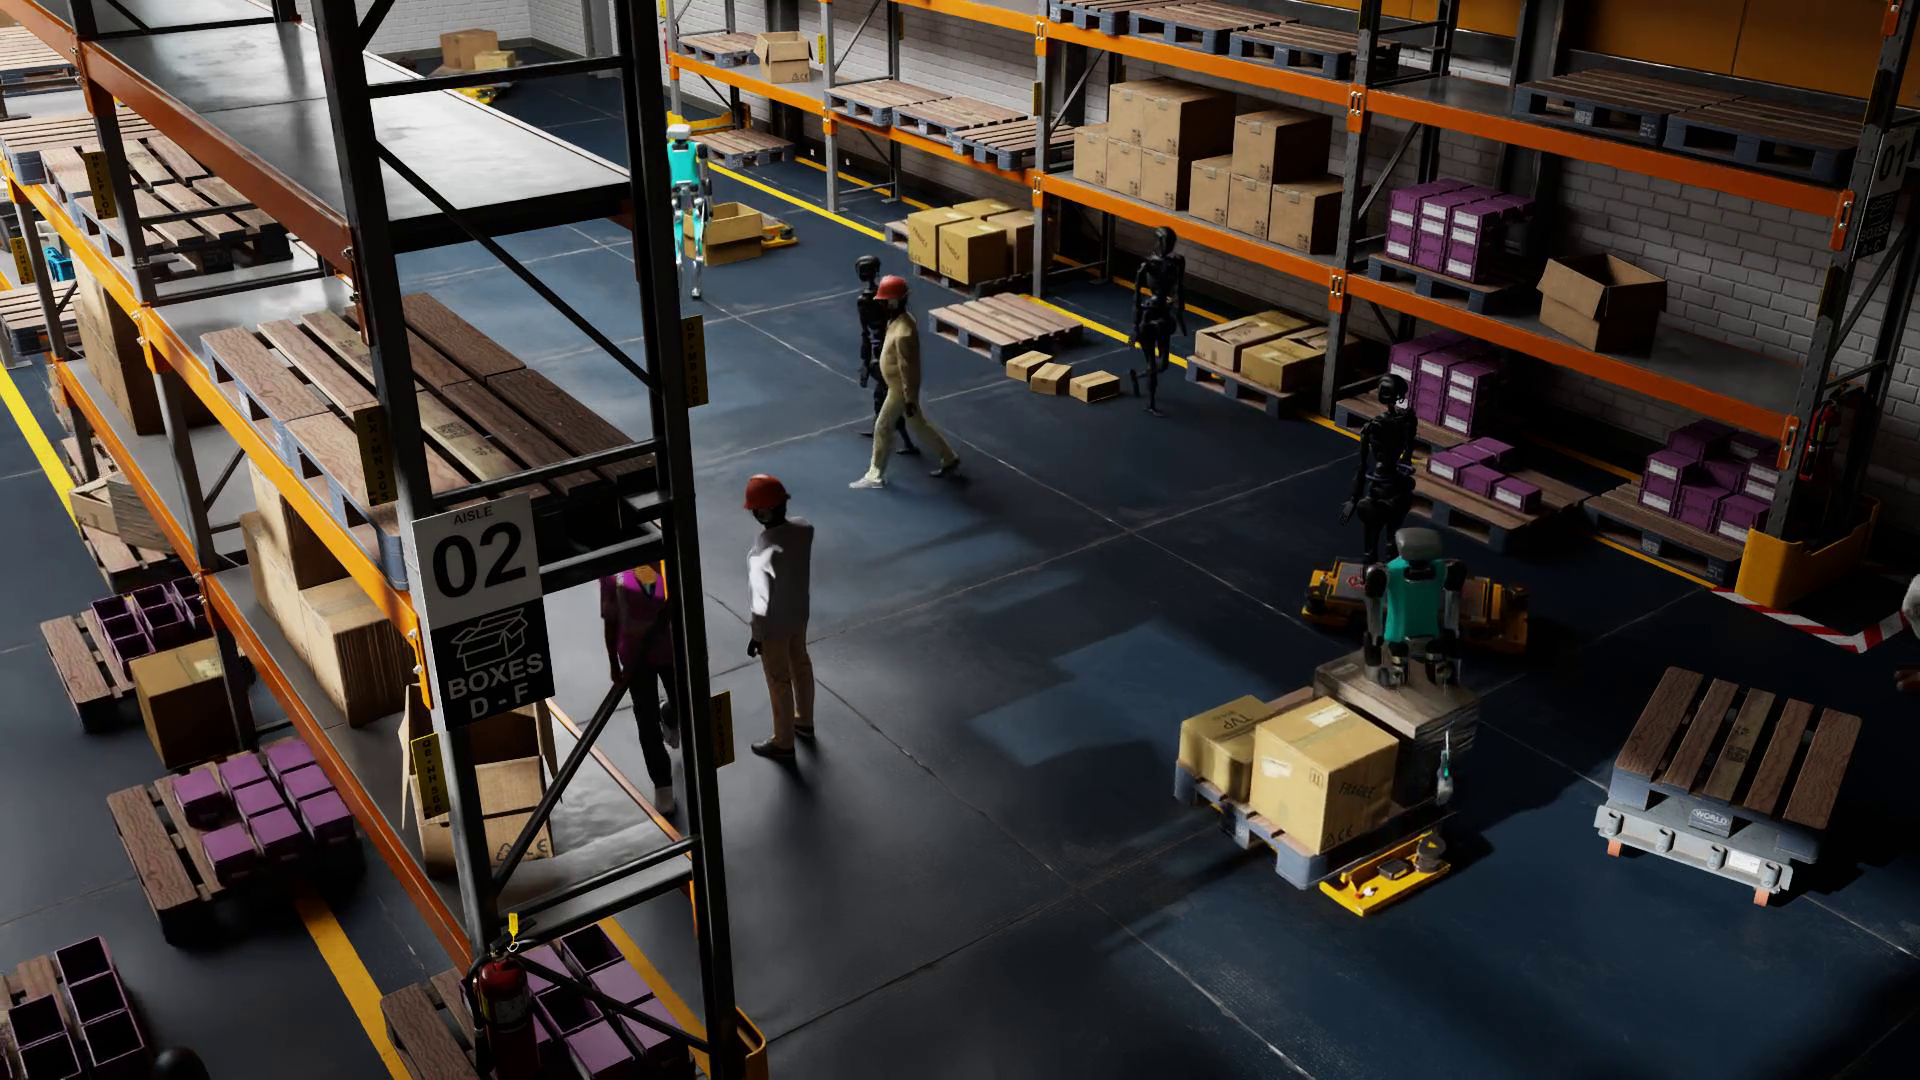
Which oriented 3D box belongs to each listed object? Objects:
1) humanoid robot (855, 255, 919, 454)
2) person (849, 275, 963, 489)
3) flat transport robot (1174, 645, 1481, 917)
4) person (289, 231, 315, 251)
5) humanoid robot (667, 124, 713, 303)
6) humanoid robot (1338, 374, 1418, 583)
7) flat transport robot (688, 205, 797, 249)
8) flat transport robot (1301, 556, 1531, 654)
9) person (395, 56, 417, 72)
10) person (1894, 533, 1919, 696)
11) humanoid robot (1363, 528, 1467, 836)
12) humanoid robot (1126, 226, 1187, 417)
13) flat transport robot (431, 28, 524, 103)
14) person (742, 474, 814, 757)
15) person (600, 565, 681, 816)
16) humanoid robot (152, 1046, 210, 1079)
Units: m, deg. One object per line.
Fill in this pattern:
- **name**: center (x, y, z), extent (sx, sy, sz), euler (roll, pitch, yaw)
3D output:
- **humanoid robot**: center (-0.593, -1.511, 13.474), extent (0.606, 1.609, 0.601), euler (11, 29, 21)
- **person**: center (-0.405, -1.216, 12.808), extent (0.879, 1.710, 0.570), euler (-1, 27, -2)
- **flat transport robot**: center (1.893, 1.490, 9.023), extent (0.659, 0.231, 1.431), euler (-17, 31, -30)
- **person**: center (-7.150, -3.970, 17.983), extent (0.443, 1.983, 0.653), euler (14, 30, 25)
- **humanoid robot**: center (-2.781, -3.207, 16.861), extent (0.548, 1.901, 0.702), euler (-1, 27, -2)
- **humanoid robot**: center (2.794, -0.309, 11.018), extent (0.599, 1.657, 0.315), euler (-18, 32, -32)
- **flat transport robot**: center (-2.528, -3.606, 19.160), extent (0.659, 0.231, 1.431), euler (-18, 32, -32)
- **flat transport robot**: center (3.053, 0.430, 11.133), extent (1.431, 0.231, 0.659), euler (8, 28, 16)
- **person**: center (-6.319, -4.594, 19.240), extent (0.369, 1.963, 0.607), euler (4, 27, 8)
- **person**: center (5.990, 0.063, 10.029), extent (0.492, 1.924, 0.644), euler (9, 28, 17)
- **humanoid robot**: center (2.394, 0.884, 8.664), extent (0.552, 1.818, 0.788), euler (-3, 27, -5)
- **humanoid robot**: center (1.629, -1.907, 14.219), extent (0.616, 1.635, 0.552), euler (-18, 32, -32)
- **flat transport robot**: center (-7.531, -7.085, 26.081), extent (0.659, 0.231, 1.431), euler (0, 27, 0)
- **person**: center (-1.043, 0.428, 9.491), extent (0.332, 1.743, 0.559), euler (12, 29, 23)
- **person**: center (-1.674, 0.577, 9.101), extent (0.549, 1.827, 0.613), euler (-9, 28, -18)
- **humanoid robot**: center (-2.510, 2.363, 5.743), extent (0.601, 1.641, 0.621), euler (-23, 35, -38)
